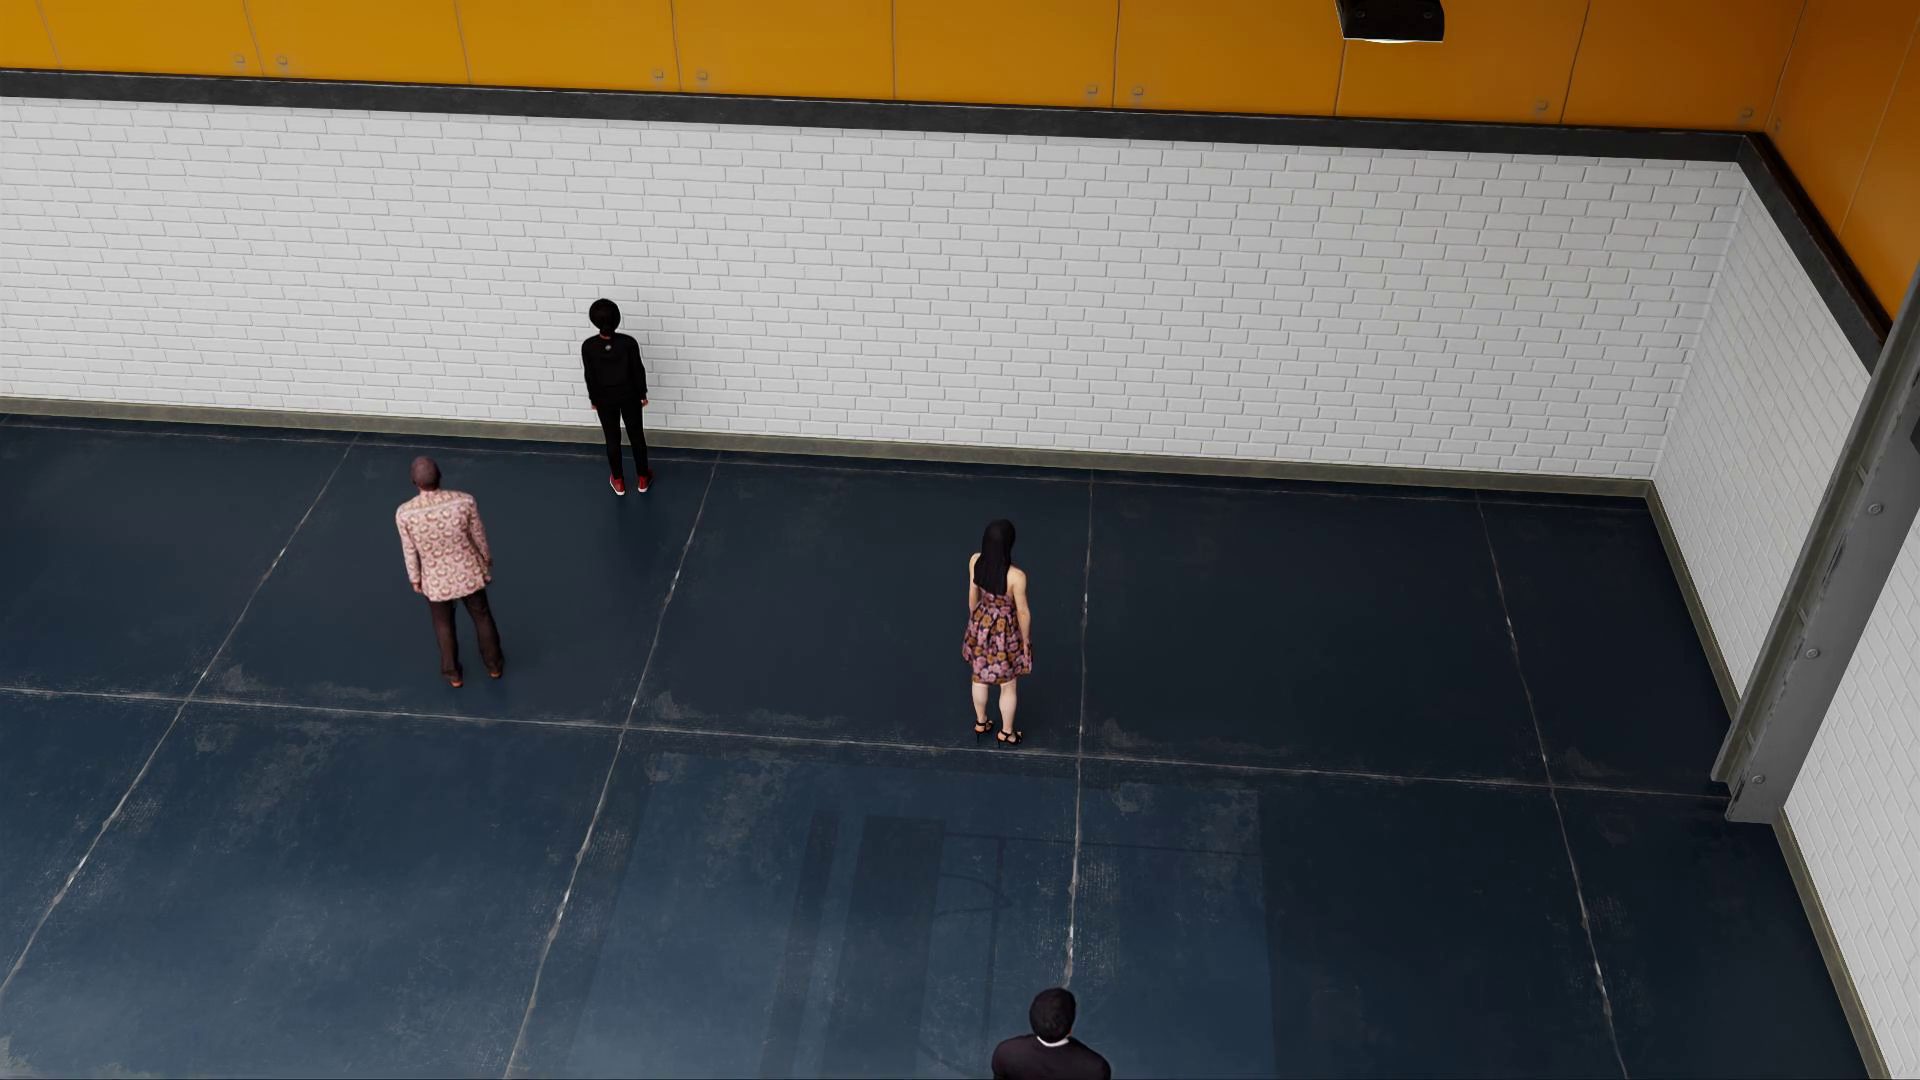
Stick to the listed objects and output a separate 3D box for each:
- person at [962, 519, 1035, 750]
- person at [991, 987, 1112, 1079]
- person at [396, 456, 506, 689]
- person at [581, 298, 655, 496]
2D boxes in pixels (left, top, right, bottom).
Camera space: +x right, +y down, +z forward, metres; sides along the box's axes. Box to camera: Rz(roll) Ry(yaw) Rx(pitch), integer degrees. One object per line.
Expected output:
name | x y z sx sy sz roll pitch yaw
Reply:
person | 0.241 0.587 10.382 0.788 1.773 0.823 22 43 25
person | 0.401 2.705 7.642 0.714 1.883 0.579 7 39 8
person | -3.285 0.224 10.811 0.783 1.806 0.771 -13 40 -16
person | -2.582 -1.079 12.548 0.652 1.673 0.609 -7 39 -8
